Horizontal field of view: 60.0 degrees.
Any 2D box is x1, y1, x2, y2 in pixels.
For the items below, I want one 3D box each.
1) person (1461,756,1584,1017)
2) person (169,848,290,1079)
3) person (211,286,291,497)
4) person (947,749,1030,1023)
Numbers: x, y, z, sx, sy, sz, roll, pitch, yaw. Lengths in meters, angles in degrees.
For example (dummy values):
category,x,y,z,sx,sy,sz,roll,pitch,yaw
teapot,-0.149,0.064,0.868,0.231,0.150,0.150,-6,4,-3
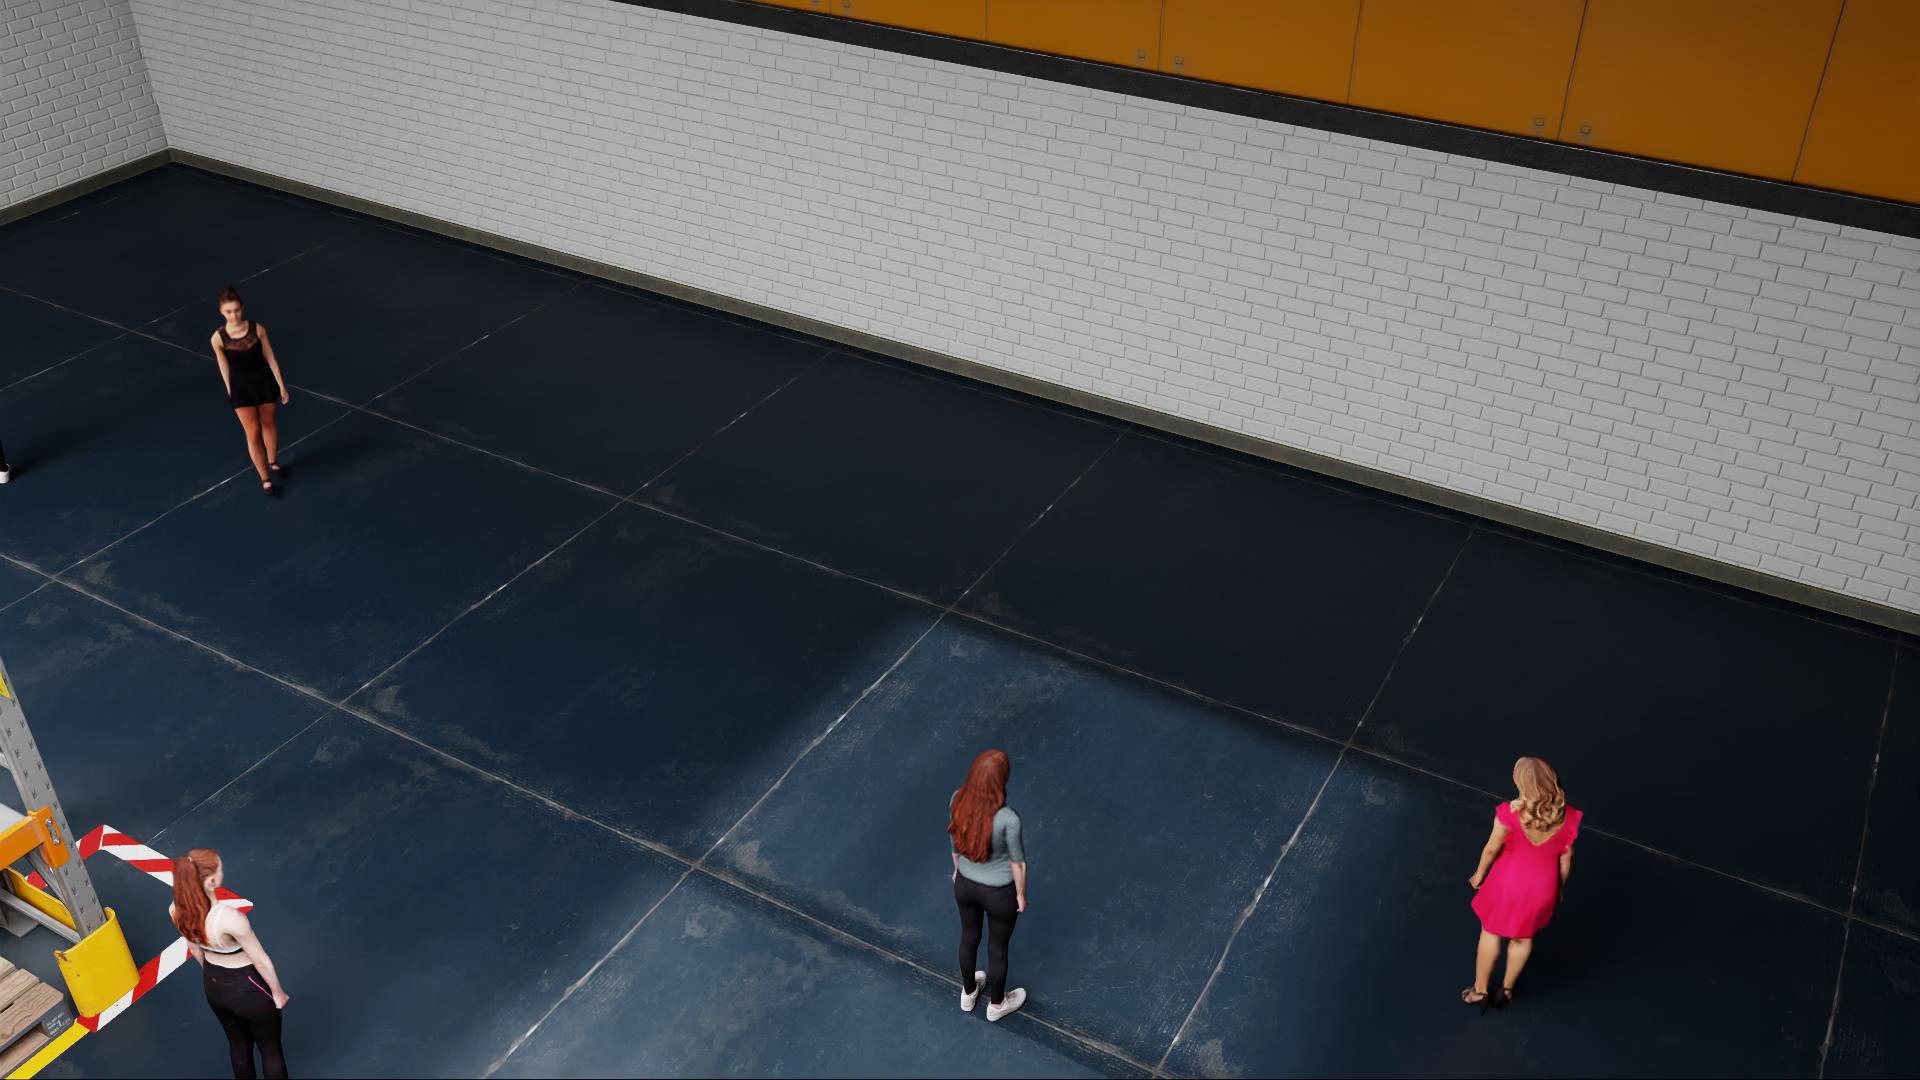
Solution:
category,x,y,z,sx,sy,sz,roll,pitch,yaw
person,2.903,1.790,8.574,0.689,1.711,0.677,14,36,20
person,-3.469,2.159,7.982,0.623,1.752,0.581,11,35,16
person,-5.606,-1.239,13.175,0.799,1.663,0.813,-21,39,-28
person,0.137,1.780,8.561,0.592,1.742,0.525,20,39,27
